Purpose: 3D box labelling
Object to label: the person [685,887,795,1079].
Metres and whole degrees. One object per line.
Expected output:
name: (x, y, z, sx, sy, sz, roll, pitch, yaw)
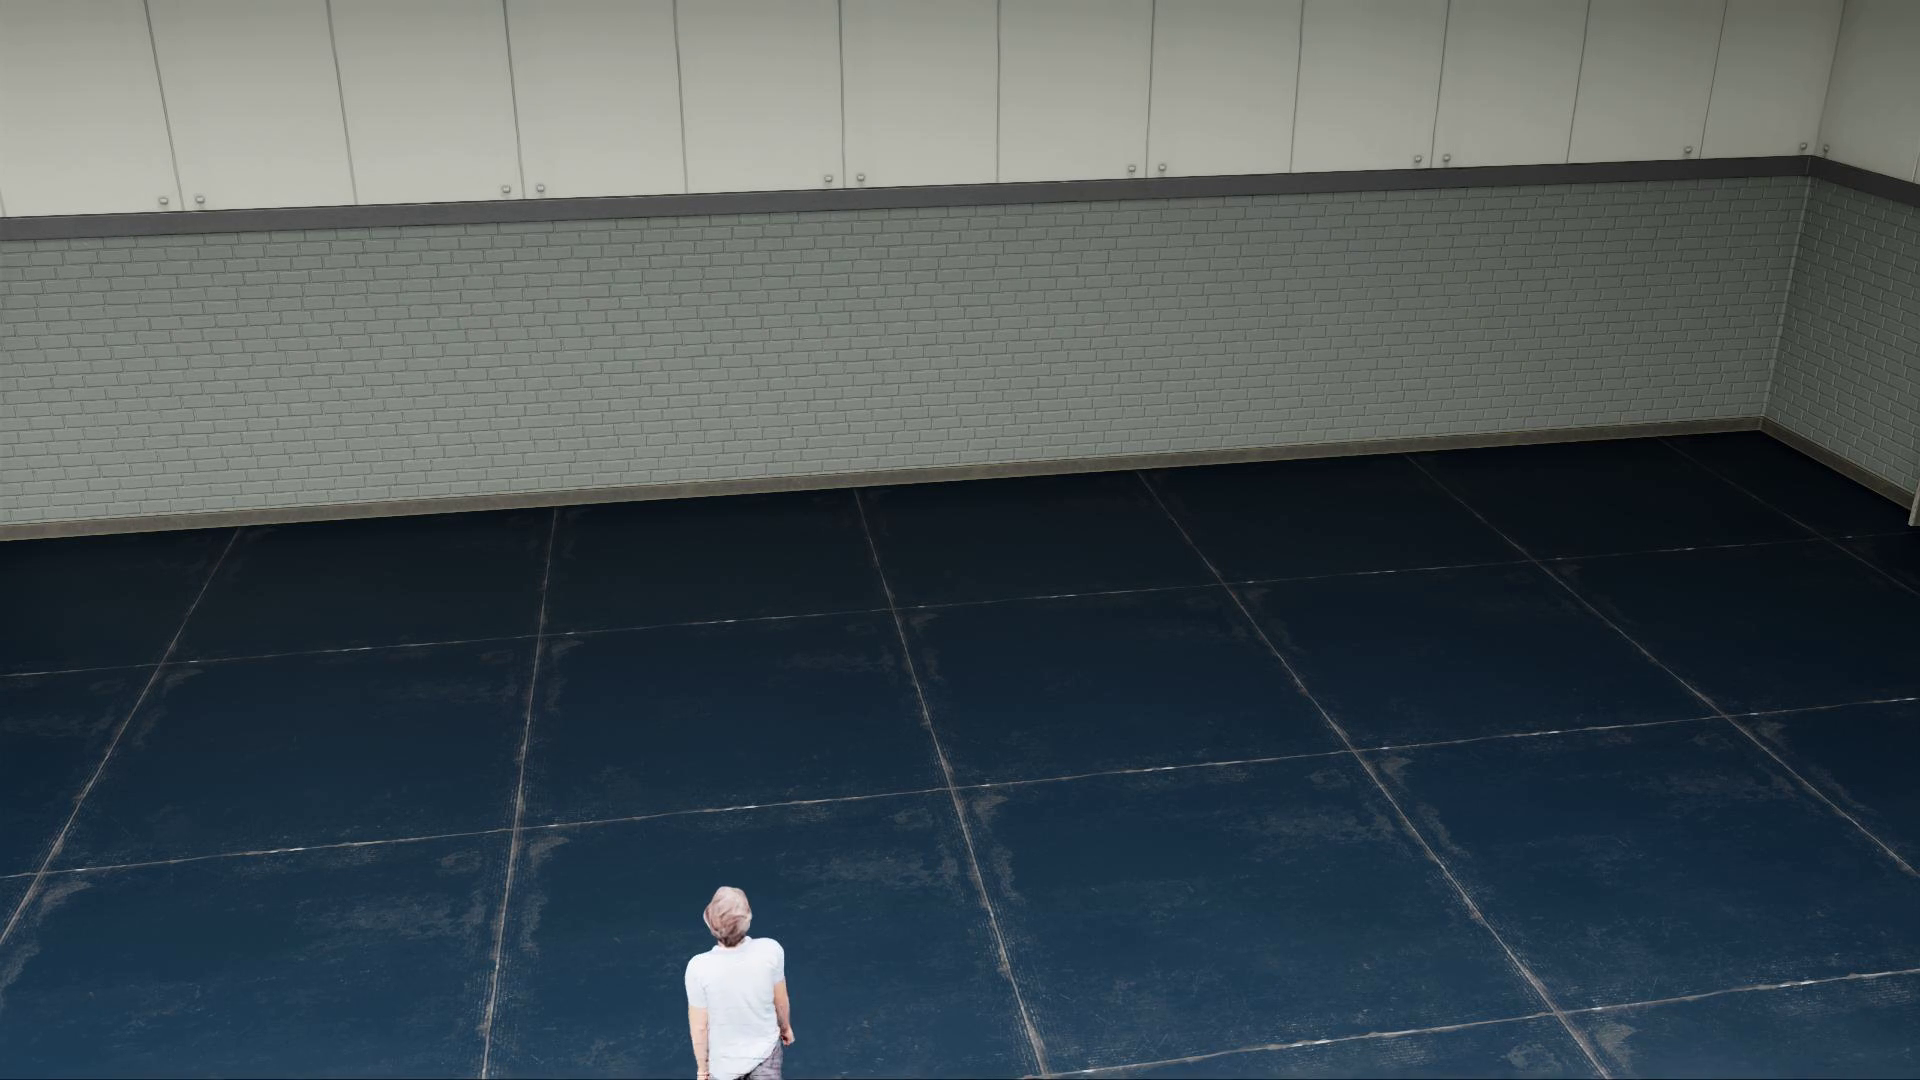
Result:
person: (-0.990, 2.474, 7.750, 0.743, 1.797, 1.187, -7, 24, -15)
